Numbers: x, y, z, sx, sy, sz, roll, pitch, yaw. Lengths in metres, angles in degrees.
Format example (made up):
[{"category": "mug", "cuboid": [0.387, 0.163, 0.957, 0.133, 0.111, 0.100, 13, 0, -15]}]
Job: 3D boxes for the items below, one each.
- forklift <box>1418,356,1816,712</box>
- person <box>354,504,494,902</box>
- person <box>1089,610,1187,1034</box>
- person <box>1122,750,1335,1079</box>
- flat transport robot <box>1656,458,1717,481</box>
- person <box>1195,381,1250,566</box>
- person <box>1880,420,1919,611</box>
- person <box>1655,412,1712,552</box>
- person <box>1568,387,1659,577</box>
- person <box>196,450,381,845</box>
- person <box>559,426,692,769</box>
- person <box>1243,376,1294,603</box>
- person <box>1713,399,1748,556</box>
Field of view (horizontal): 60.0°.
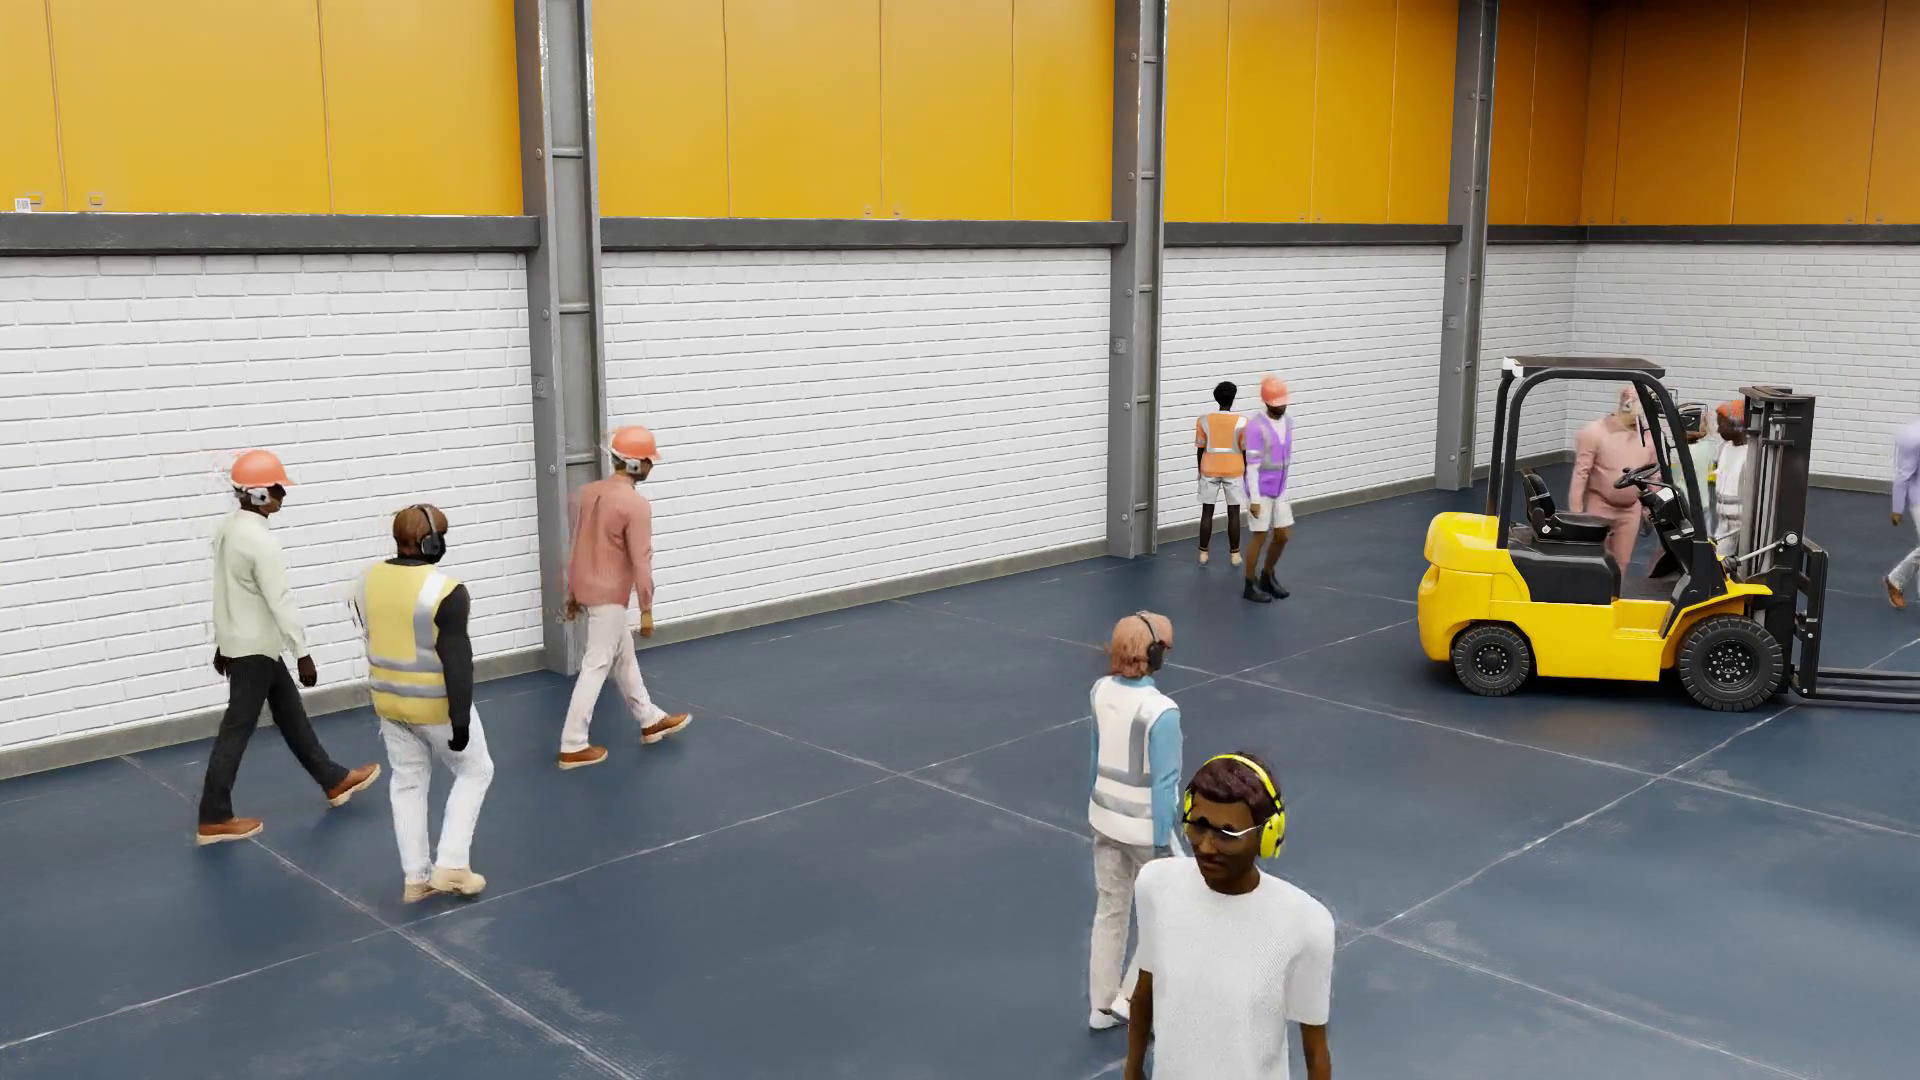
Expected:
[{"category": "forklift", "cuboid": [4.276, -0.101, 11.076, 2.313, 2.155, 1.214, 2, 11, 13]}, {"category": "person", "cuboid": [-2.403, 0.743, 7.493, 0.628, 1.829, 0.454, 4, 11, 23]}, {"category": "person", "cuboid": [0.654, 1.071, 6.217, 0.396, 1.629, 0.536, -6, 12, -29]}, {"category": "person", "cuboid": [0.603, 1.382, 3.927, 0.560, 1.849, 0.429, 6, 12, 31]}, {"category": "flat transport robot", "cuboid": [8.738, -0.909, 20.730, 1.431, 0.197, 0.652, 5, 11, 25]}, {"category": "person", "cuboid": [2.405, -0.604, 15.206, 0.529, 1.690, 0.321, 3, 11, 18]}, {"category": "person", "cuboid": [7.519, -0.293, 12.931, 0.624, 1.911, 0.931, -2, 11, -12]}, {"category": "person", "cuboid": [5.946, -0.260, 13.618, 0.507, 1.581, 0.881, -7, 12, -32]}, {"category": "person", "cuboid": [4.942, -0.225, 12.622, 0.713, 1.880, 0.527, -1, 10, -8]}, {"category": "person", "cuboid": [-3.450, 0.515, 8.404, 1.019, 1.937, 0.647, -8, 13, -37]}, {"category": "person", "cuboid": [-1.934, 0.314, 9.549, 0.958, 1.927, 0.649, -8, 13, -37]}, {"category": "person", "cuboid": [2.504, -0.403, 13.541, 0.563, 1.889, 0.541, -8, 13, -38]}, {"category": "person", "cuboid": [5.547, -0.061, 11.777, 0.493, 1.857, 0.694, -2, 11, -10]}]
